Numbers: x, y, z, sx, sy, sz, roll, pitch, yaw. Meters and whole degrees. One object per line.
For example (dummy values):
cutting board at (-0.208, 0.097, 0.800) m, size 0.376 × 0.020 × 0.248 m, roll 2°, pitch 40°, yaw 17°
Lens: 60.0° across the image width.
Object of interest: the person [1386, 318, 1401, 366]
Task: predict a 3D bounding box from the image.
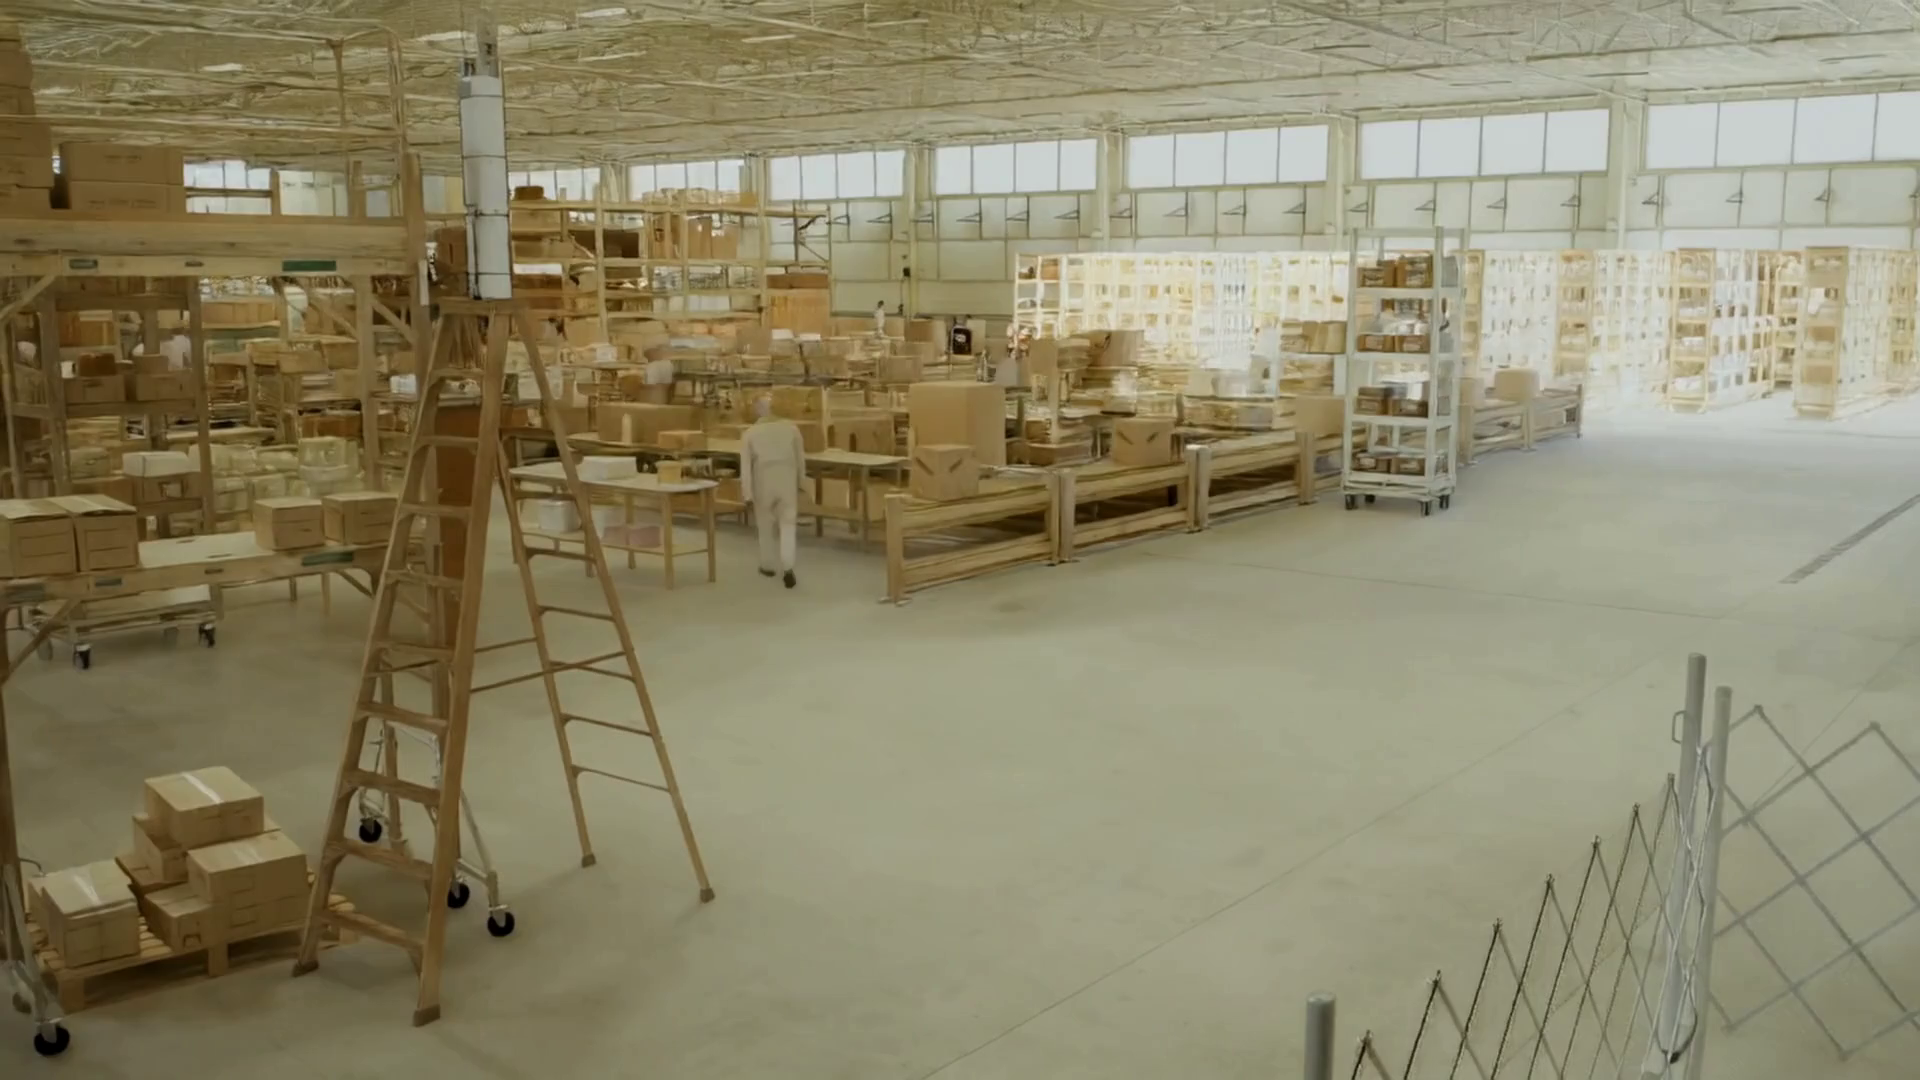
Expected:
person at (13.336, -6.040, 51.018) m, size 0.606 × 1.811 × 0.822 m, roll 5°, pitch 10°, yaw 28°

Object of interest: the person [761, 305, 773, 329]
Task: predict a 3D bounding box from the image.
person at (-6.370, -6.786, 55.138) m, size 0.379 × 1.996 × 0.610 m, roll 3°, pitch 10°, yaw 20°

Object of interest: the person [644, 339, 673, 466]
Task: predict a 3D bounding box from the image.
person at (-4.676, -2.143, 26.104) m, size 0.909 × 2.018 × 0.603 m, roll 5°, pitch 11°, yaw 30°

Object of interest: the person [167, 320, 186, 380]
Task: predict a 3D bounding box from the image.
person at (-18.727, -4.310, 39.918) m, size 0.566 × 1.921 × 0.573 m, roll 6°, pitch 11°, yaw 35°

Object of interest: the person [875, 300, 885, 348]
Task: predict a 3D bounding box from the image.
person at (-3.276, -8.854, 68.229) m, size 0.402 × 1.937 × 0.603 m, roll 1°, pitch 9°, yaw 7°

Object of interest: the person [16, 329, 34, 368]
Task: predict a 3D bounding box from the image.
person at (-22.736, -4.293, 40.550) m, size 0.570 × 1.676 × 0.540 m, roll 2°, pitch 9°, yaw 10°

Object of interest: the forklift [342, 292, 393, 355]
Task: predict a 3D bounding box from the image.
forklift at (-16.485, -5.622, 45.120) m, size 1.129 × 2.768 × 1.873 m, roll 7°, pitch 11°, yaw 37°

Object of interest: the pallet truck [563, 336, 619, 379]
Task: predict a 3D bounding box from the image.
pallet truck at (-10.690, -5.294, 48.215) m, size 1.601 × 1.201 × 0.680 m, roll -5°, pitch 10°, yaw -26°

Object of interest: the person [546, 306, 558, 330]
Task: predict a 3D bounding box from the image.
person at (-15.369, -7.971, 63.094) m, size 0.627 × 1.807 × 0.704 m, roll 6°, pitch 11°, yaw 35°

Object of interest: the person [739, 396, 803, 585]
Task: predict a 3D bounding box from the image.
person at (-1.837, -0.494, 16.342) m, size 0.662 × 1.845 × 1.007 m, roll -2°, pitch 9°, yaw -14°

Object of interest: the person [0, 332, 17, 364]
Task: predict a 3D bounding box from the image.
person at (-23.745, -4.424, 41.524) m, size 0.282 × 1.633 × 0.498 m, roll 8°, pitch 12°, yaw 41°

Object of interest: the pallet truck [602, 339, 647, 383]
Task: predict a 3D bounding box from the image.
pallet truck at (-8.991, -4.871, 45.351) m, size 0.653 × 1.274 × 1.630 m, roll 7°, pitch 11°, yaw 37°

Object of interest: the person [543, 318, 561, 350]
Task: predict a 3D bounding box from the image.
person at (-12.003, -5.638, 48.803) m, size 0.536 × 1.730 × 0.874 m, roll 3°, pitch 10°, yaw 19°

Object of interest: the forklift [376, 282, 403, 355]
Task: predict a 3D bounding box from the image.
forklift at (-16.935, -6.277, 49.205) m, size 1.129 × 2.768 × 1.873 m, roll 7°, pitch 11°, yaw 37°

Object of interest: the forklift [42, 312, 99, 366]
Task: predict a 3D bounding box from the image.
forklift at (-23.779, -5.451, 44.052) m, size 1.873 × 2.768 × 1.129 m, roll 7°, pitch 11°, yaw 36°

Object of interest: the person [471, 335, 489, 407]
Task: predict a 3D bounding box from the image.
person at (-9.616, -3.263, 33.819) m, size 0.608 × 1.797 × 0.618 m, roll -7°, pitch 11°, yaw -37°
